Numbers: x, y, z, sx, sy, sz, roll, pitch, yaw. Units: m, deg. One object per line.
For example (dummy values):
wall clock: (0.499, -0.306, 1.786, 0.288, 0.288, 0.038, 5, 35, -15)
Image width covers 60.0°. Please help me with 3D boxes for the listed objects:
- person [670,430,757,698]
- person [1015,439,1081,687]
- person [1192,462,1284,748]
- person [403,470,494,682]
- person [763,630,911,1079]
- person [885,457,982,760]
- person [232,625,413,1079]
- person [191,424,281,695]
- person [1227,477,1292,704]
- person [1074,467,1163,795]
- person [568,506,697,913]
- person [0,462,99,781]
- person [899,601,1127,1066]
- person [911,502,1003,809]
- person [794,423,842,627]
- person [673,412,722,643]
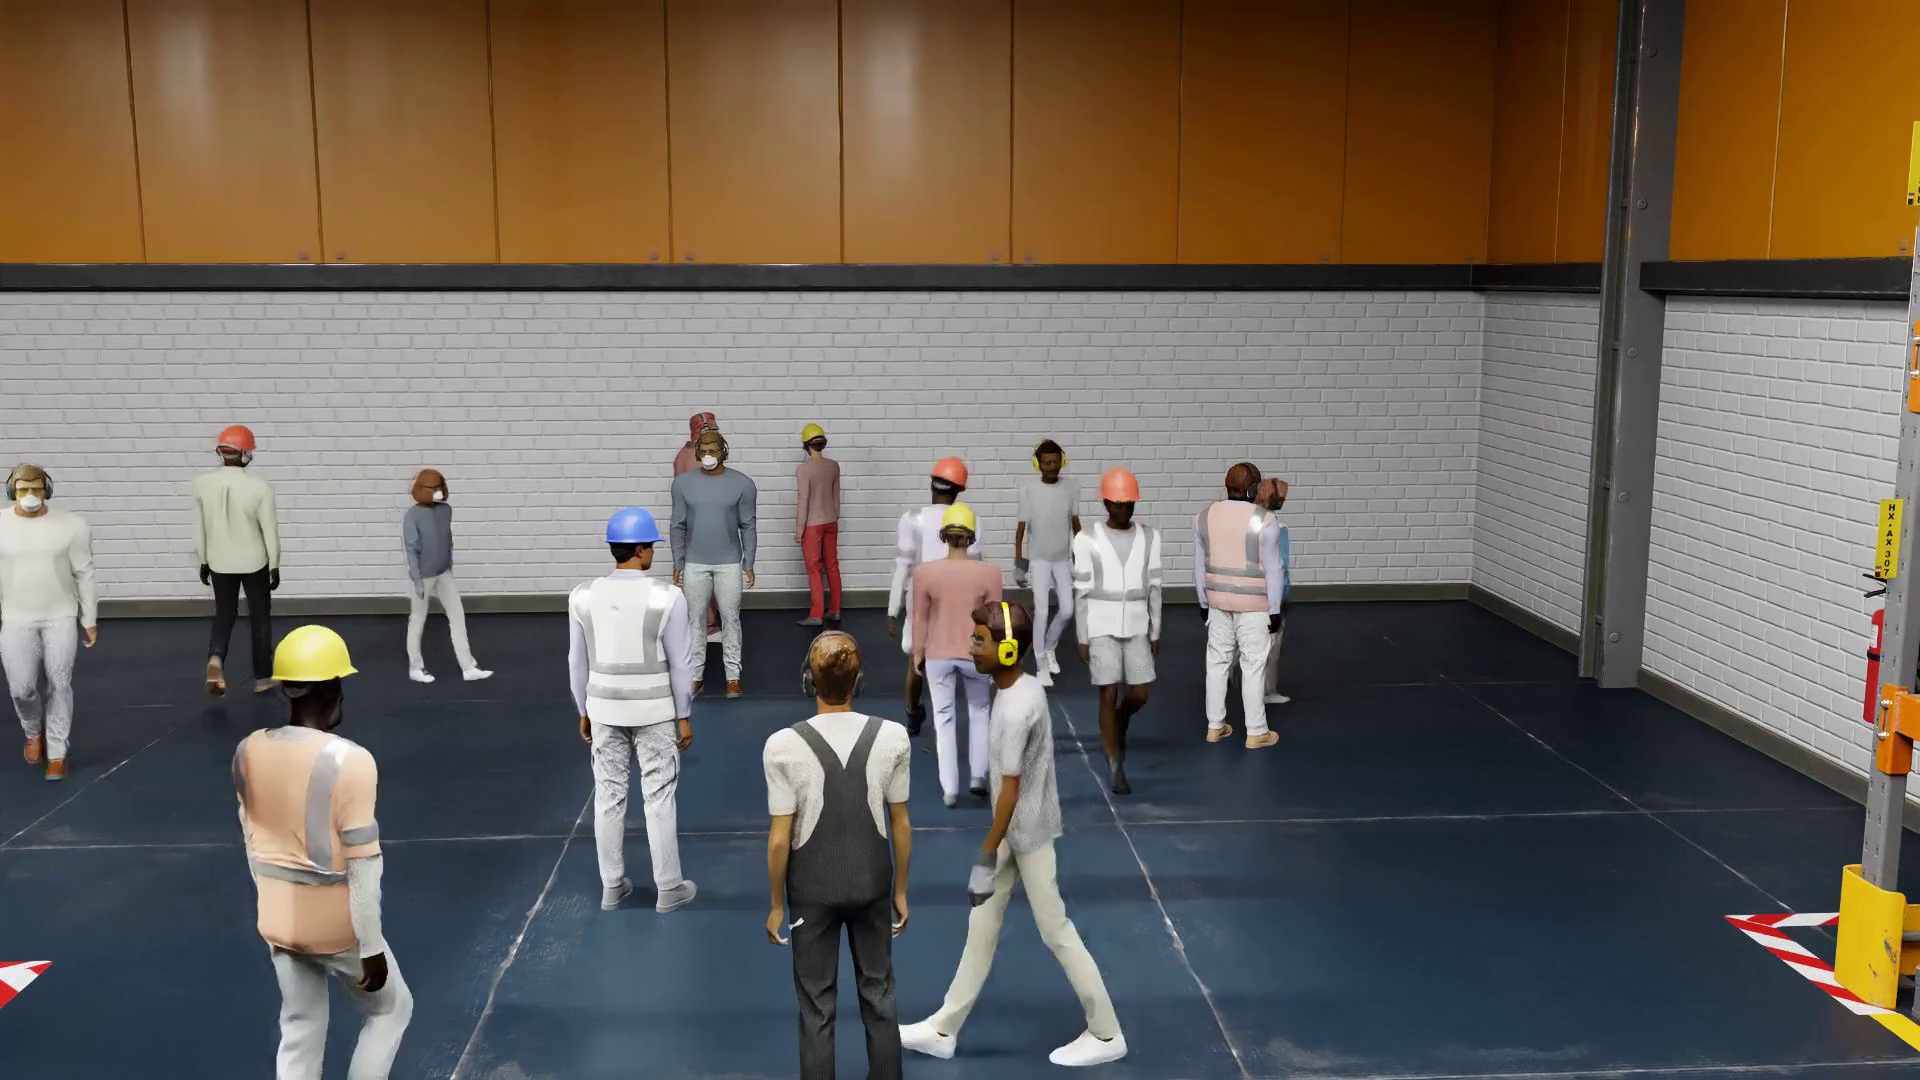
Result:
person: (-1.765, 0.175, 11.935, 0.627, 1.941, 0.371, 0, 9, -1)
person: (0.661, 0.147, 12.453, 0.546, 1.844, 0.536, -3, 9, -17)
person: (1.808, 0.417, 10.725, 0.622, 1.844, 0.429, 7, 11, 37)
person: (-3.824, 0.285, 12.272, 0.773, 1.598, 0.533, 5, 10, 26)
person: (-0.417, 1.218, 5.682, 0.505, 1.846, 0.347, -3, 9, -16)
person: (-0.180, 0.410, 10.669, 0.619, 1.873, 0.901, -1, 9, -6)
person: (-2.074, 1.219, 5.475, 0.608, 1.906, 0.513, 4, 10, 24)
person: (-5.192, 0.157, 11.940, 0.635, 1.973, 0.694, 0, 9, -2)
person: (2.121, 0.368, 11.699, 0.423, 1.621, 0.531, -4, 10, -21)
person: (0.927, 0.509, 9.877, 0.543, 1.922, 0.602, -2, 9, -10)
person: (-1.554, 0.811, 7.926, 0.605, 1.944, 0.401, 2, 9, 12)
person: (-5.537, 0.486, 10.013, 0.653, 1.925, 0.469, -5, 10, -29)
person: (0.202, 1.131, 6.295, 0.963, 1.827, 0.550, 0, 9, -2)
person: (-0.018, 0.661, 9.486, 0.525, 1.754, 0.377, 0, 9, -1)
person: (-1.246, -0.131, 14.403, 0.321, 1.765, 0.533, 7, 11, 37)
person: (-2.105, -0.104, 13.788, 0.403, 1.911, 0.637, -6, 11, -33)
